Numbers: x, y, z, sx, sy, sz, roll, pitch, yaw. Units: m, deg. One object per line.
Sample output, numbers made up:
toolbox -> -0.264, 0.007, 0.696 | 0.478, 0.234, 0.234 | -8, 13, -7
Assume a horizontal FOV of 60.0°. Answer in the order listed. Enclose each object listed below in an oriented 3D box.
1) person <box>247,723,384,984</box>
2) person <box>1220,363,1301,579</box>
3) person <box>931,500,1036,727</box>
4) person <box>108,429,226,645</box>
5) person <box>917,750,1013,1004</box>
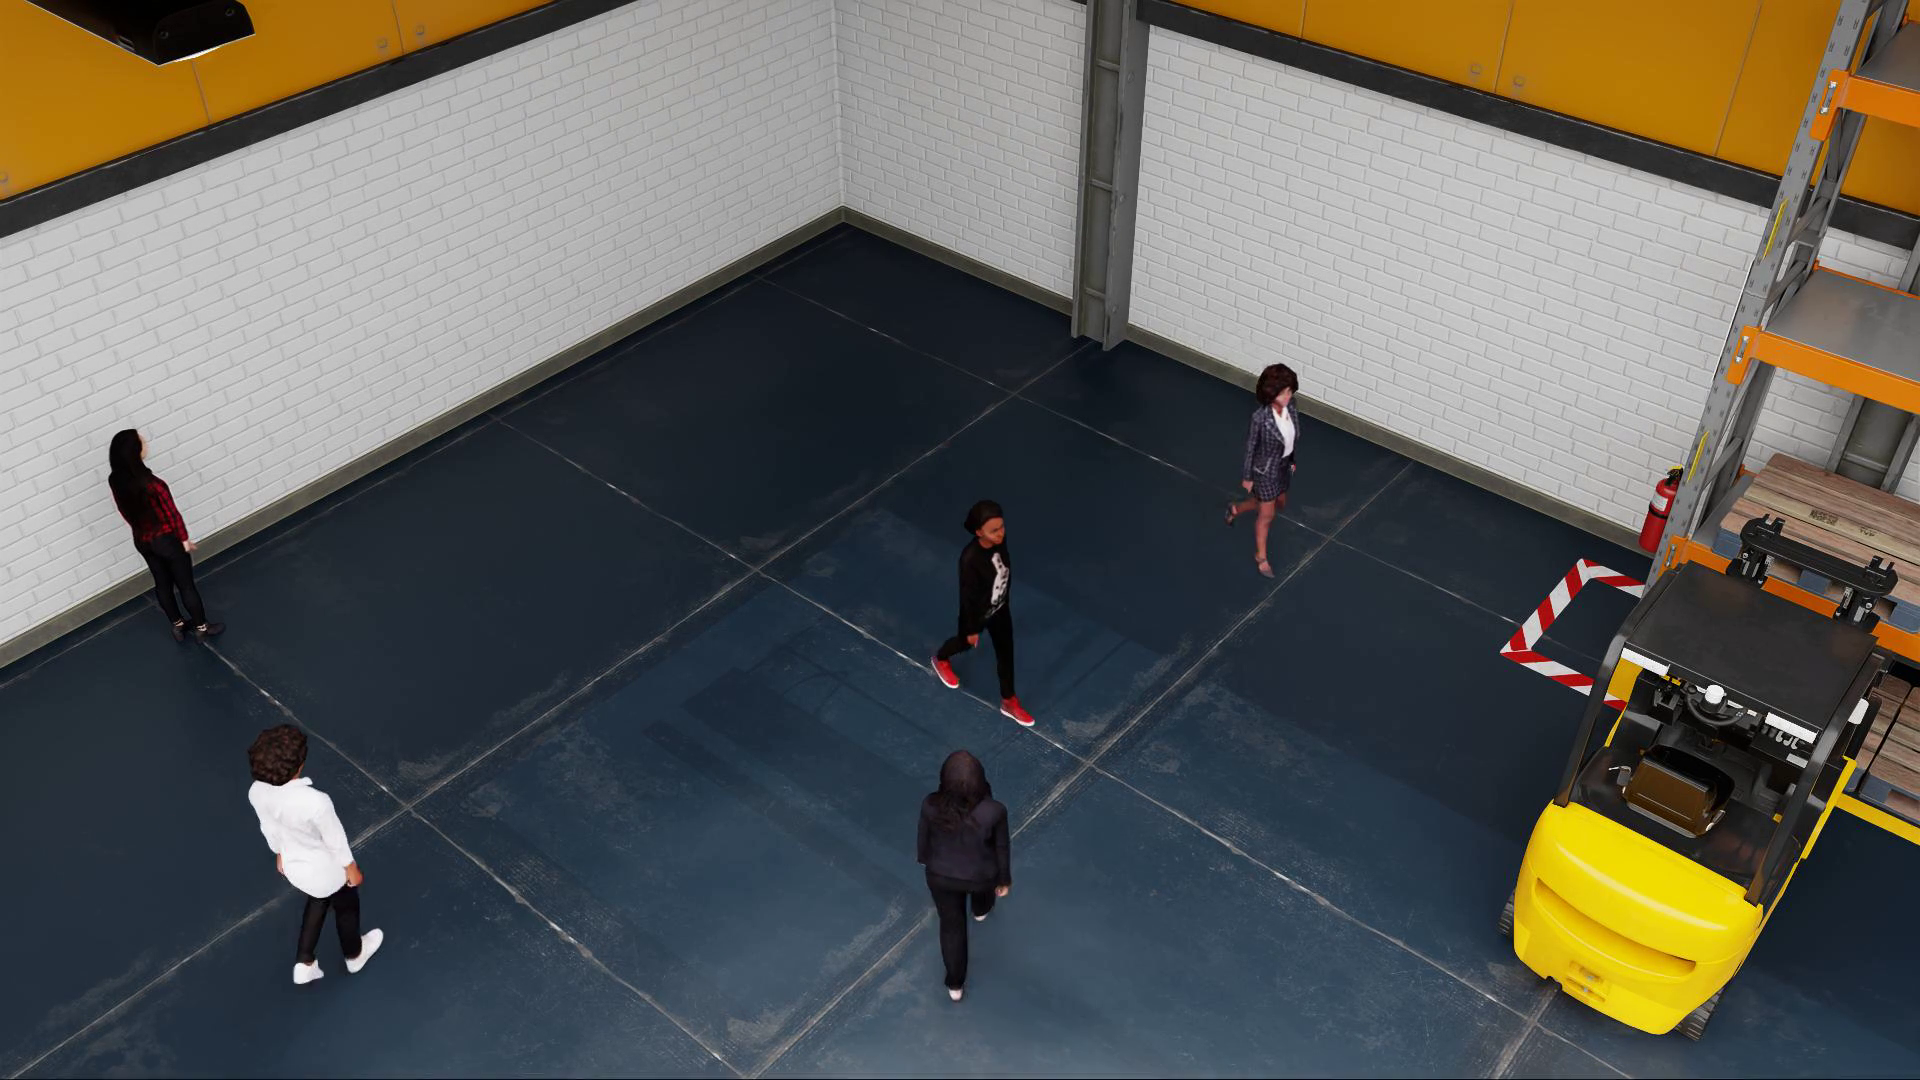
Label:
person -> -3.421, 1.731, 8.714 | 0.842, 1.798, 0.836 | 13, 41, 16
person -> 2.108, -0.521, 11.627 | 0.707, 1.682, 0.901 | -26, 45, -29
person -> 0.076, 0.407, 10.499 | 1.090, 1.639, 0.637 | 32, 48, 33
person -> -5.296, 0.007, 10.989 | 0.585, 1.654, 0.714 | 10, 40, 12
person -> 0.019, 1.823, 8.775 | 1.071, 1.579, 1.088 | 1, 39, 2
